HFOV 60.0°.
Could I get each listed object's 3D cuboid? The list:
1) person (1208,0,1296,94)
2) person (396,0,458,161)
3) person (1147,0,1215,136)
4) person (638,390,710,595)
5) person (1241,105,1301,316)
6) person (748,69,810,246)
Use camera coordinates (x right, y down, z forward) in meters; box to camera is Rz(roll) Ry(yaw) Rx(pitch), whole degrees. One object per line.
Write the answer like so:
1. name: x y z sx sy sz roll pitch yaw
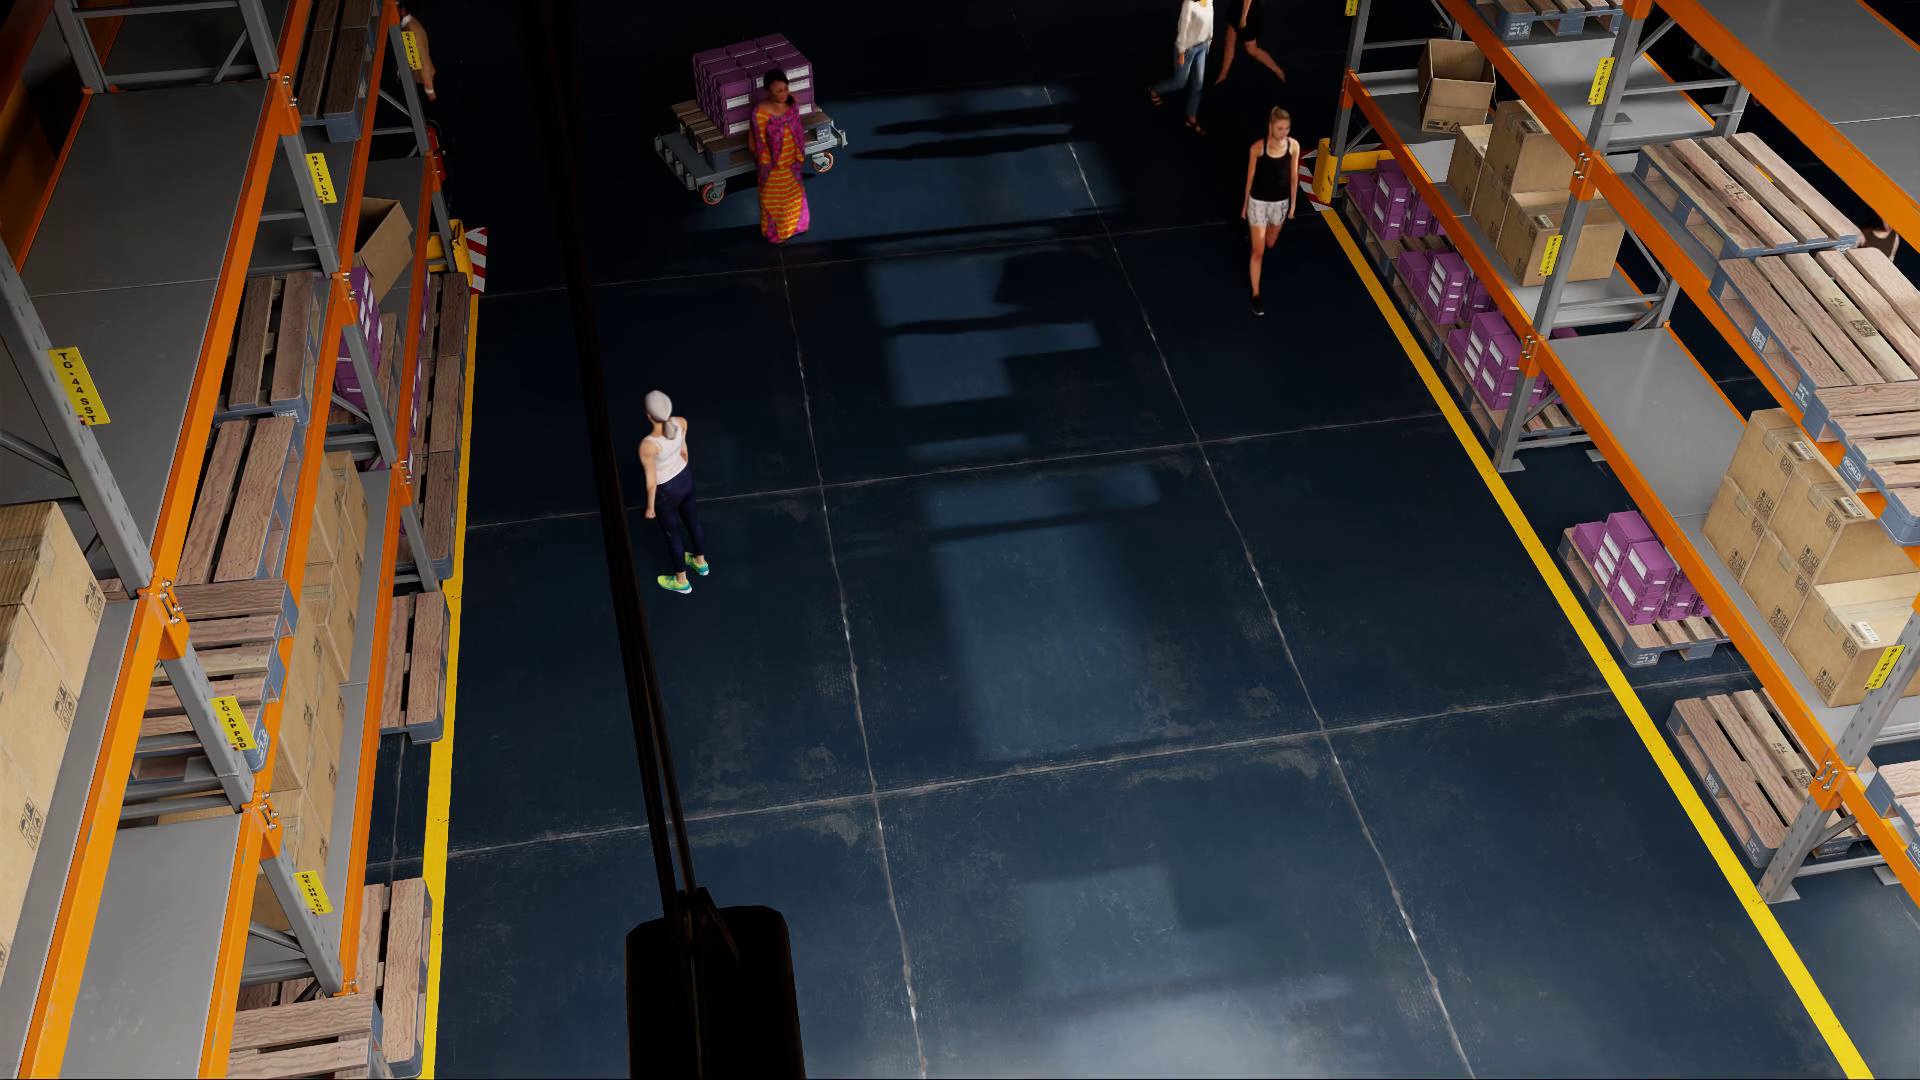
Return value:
1. person: 2.932 -5.191 16.475 0.957 1.807 1.108 12 45 12
2. person: -4.993 -4.320 15.608 0.823 1.741 0.782 -17 46 -17
3. person: 2.167 -4.785 16.170 0.982 1.640 1.104 -33 53 -30
4. person: -1.975 -0.338 11.457 0.735 1.703 0.667 24 49 23
5. person: 2.582 -2.888 14.048 0.665 1.821 1.120 -3 44 -3
6. person: -1.584 -3.412 14.704 0.795 1.674 0.833 -32 52 -29
